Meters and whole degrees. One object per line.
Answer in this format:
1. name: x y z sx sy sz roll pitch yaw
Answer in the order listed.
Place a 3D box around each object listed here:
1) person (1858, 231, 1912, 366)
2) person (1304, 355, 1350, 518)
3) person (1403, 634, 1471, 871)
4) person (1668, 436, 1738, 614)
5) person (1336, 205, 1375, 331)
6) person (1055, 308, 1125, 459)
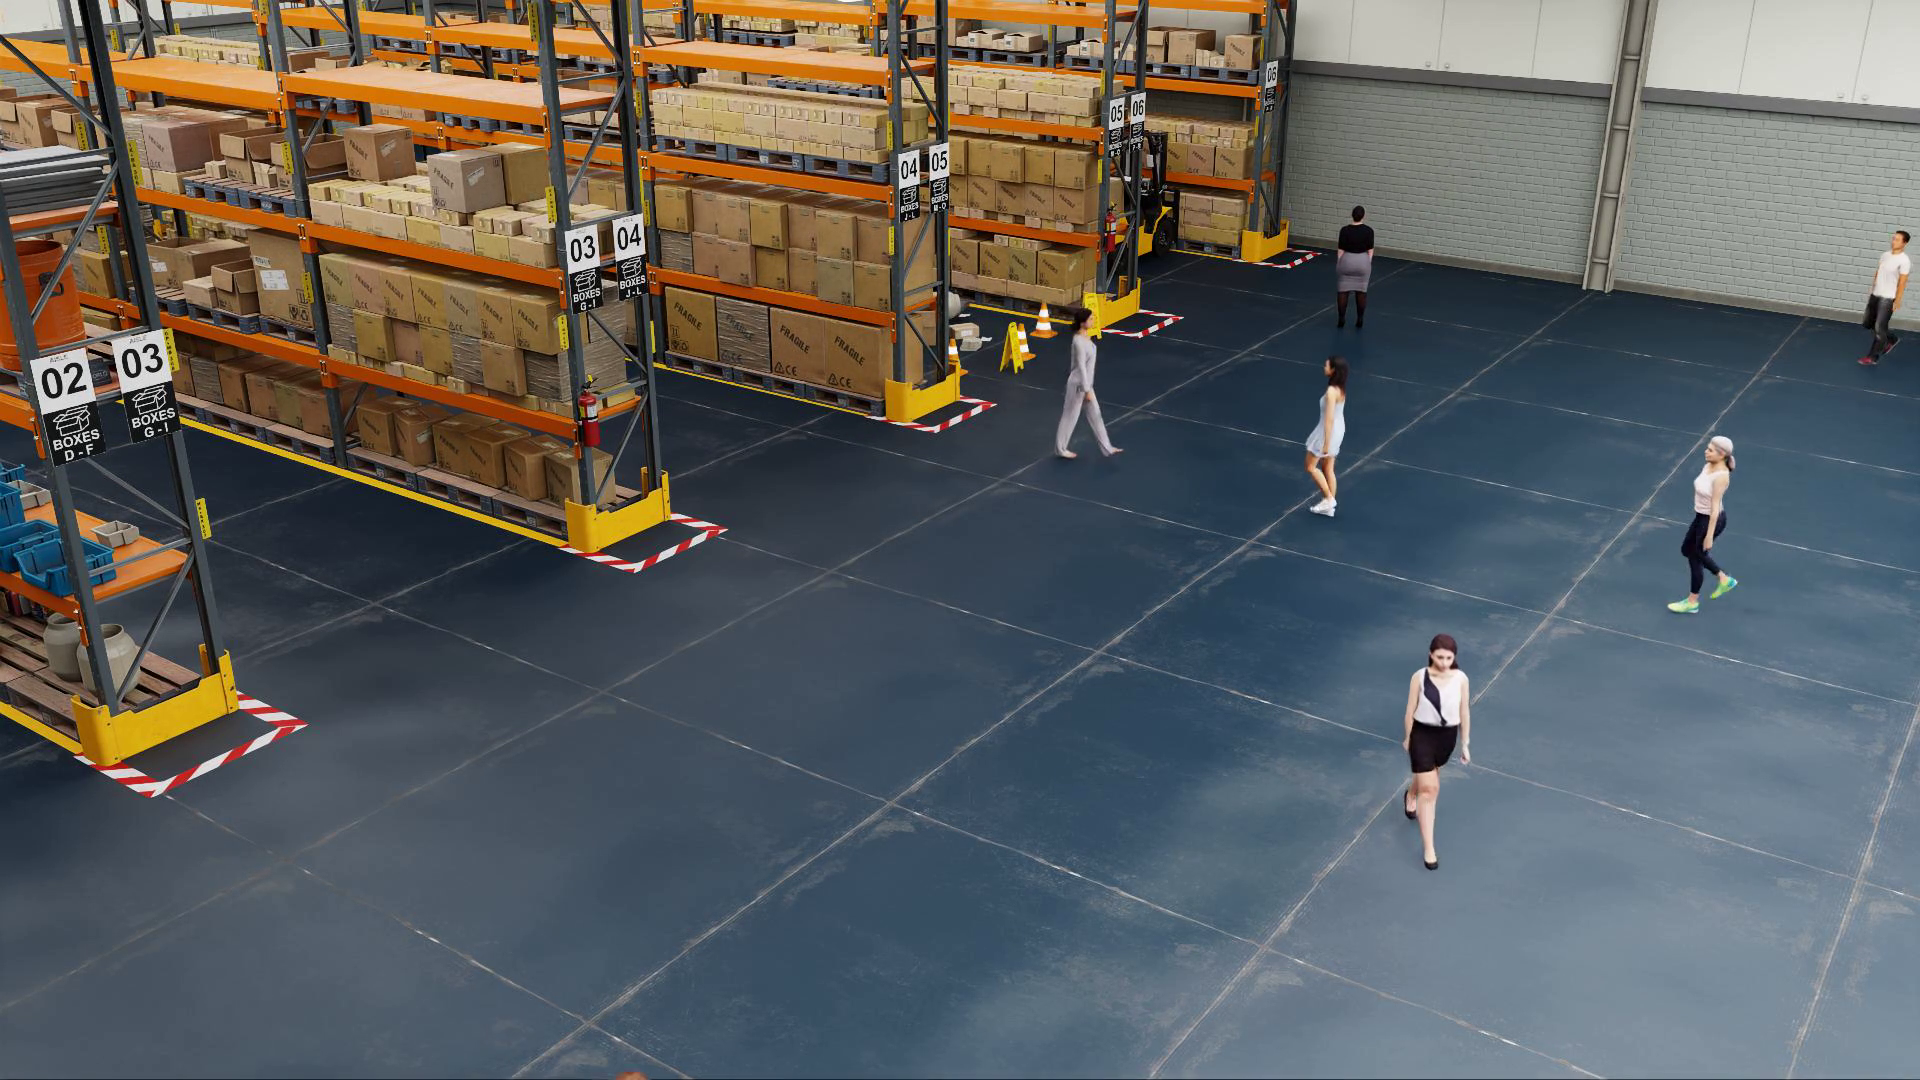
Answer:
1. person: 12.341 -3.214 22.039 0.997 1.795 0.942 -5 23 -11
2. person: 3.864 -1.042 17.027 0.636 1.720 0.639 11 26 25
3. person: 3.257 1.374 11.497 1.074 1.602 1.039 0 23 -1
4. person: 6.793 -0.122 14.905 0.920 1.688 0.800 4 23 10
5. person: 5.602 -3.873 23.636 0.708 1.759 0.821 4 23 9
6. person: 1.259 -1.723 18.603 1.089 1.741 0.824 7 24 15
